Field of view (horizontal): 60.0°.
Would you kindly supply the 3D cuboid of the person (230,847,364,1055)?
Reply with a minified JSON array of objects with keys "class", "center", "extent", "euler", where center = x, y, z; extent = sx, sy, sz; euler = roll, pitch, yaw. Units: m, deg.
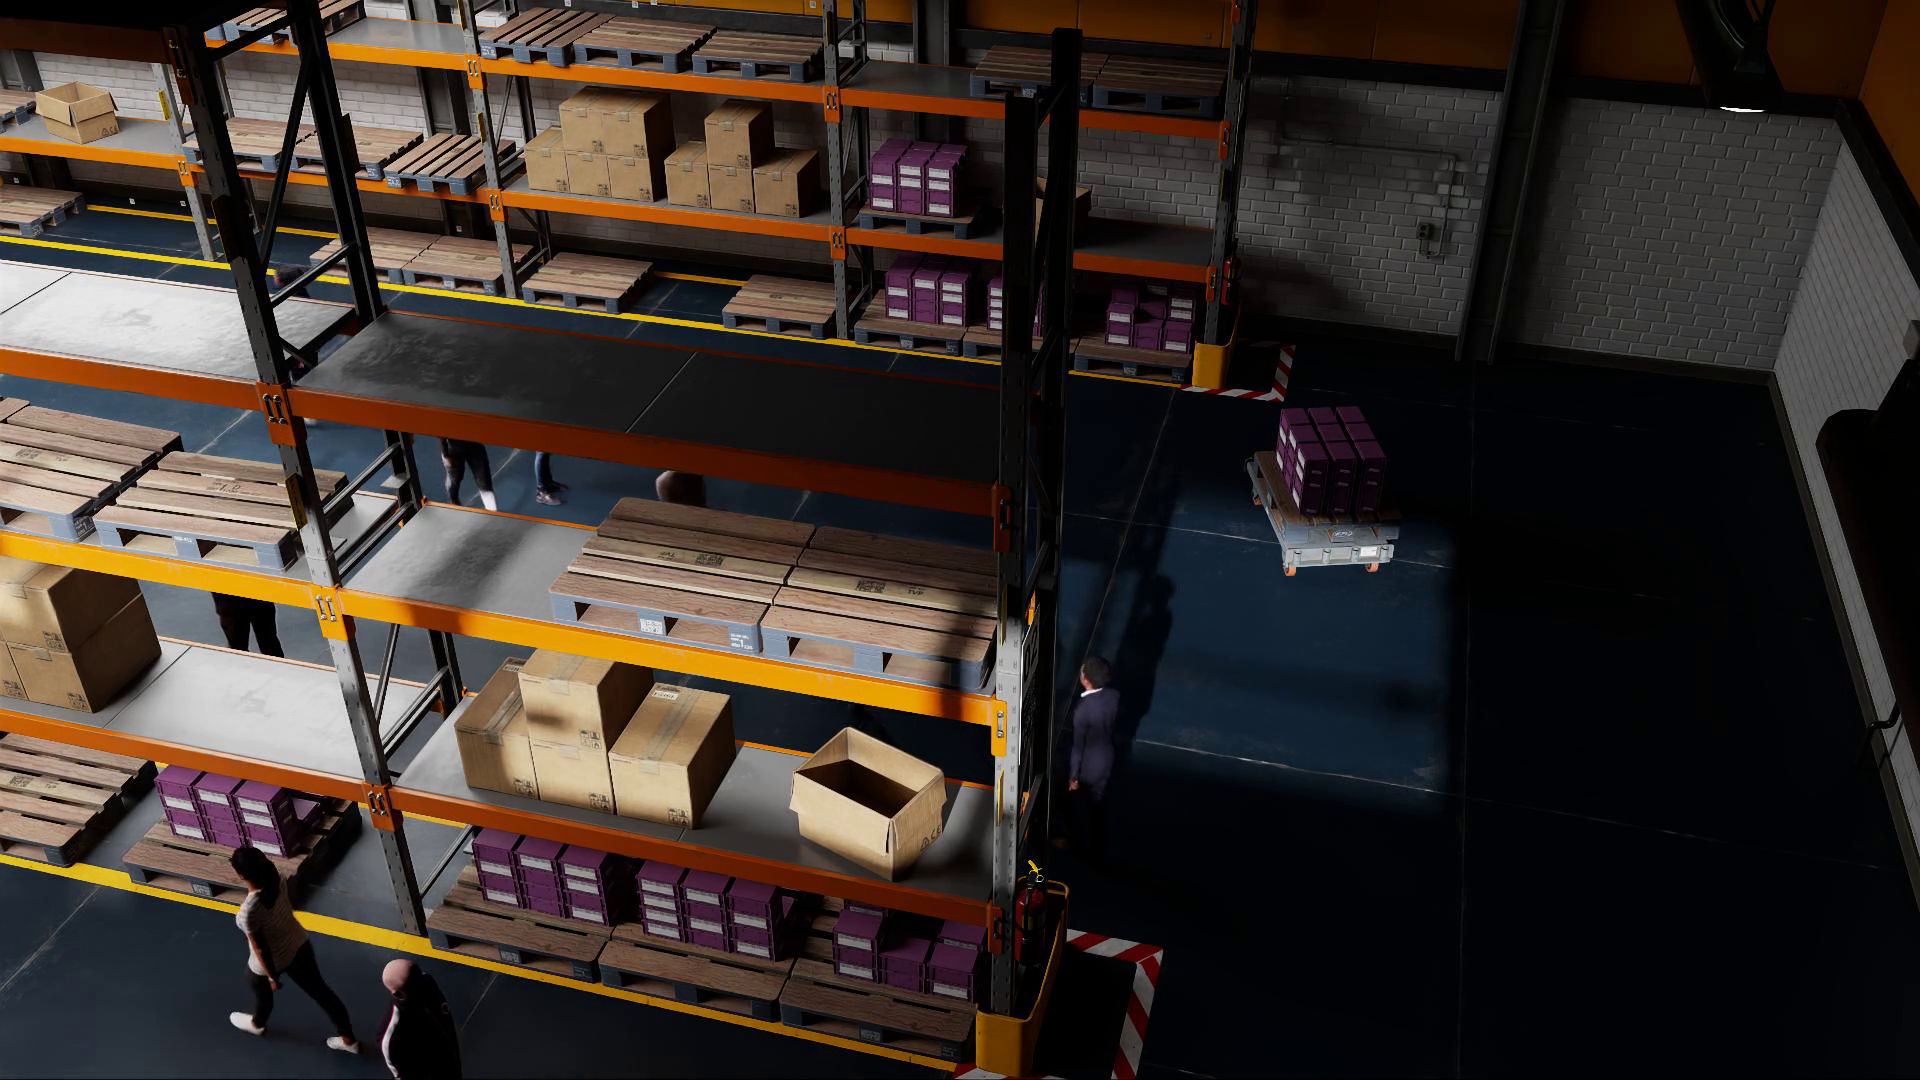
[{"class":"person","center":[-3.914,2.457,9.787],"extent":[1.107,1.591,0.596],"euler":[9,35,14]}]

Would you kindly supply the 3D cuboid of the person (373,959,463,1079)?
[{"class":"person","center":[-2.852,2.901,8.896],"extent":[0.628,1.837,0.702],"euler":[3,34,4]}]

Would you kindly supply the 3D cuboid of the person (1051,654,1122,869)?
[{"class":"person","center":[0.929,1.529,11.074],"extent":[0.796,1.711,0.781],"euler":[28,43,35]}]
